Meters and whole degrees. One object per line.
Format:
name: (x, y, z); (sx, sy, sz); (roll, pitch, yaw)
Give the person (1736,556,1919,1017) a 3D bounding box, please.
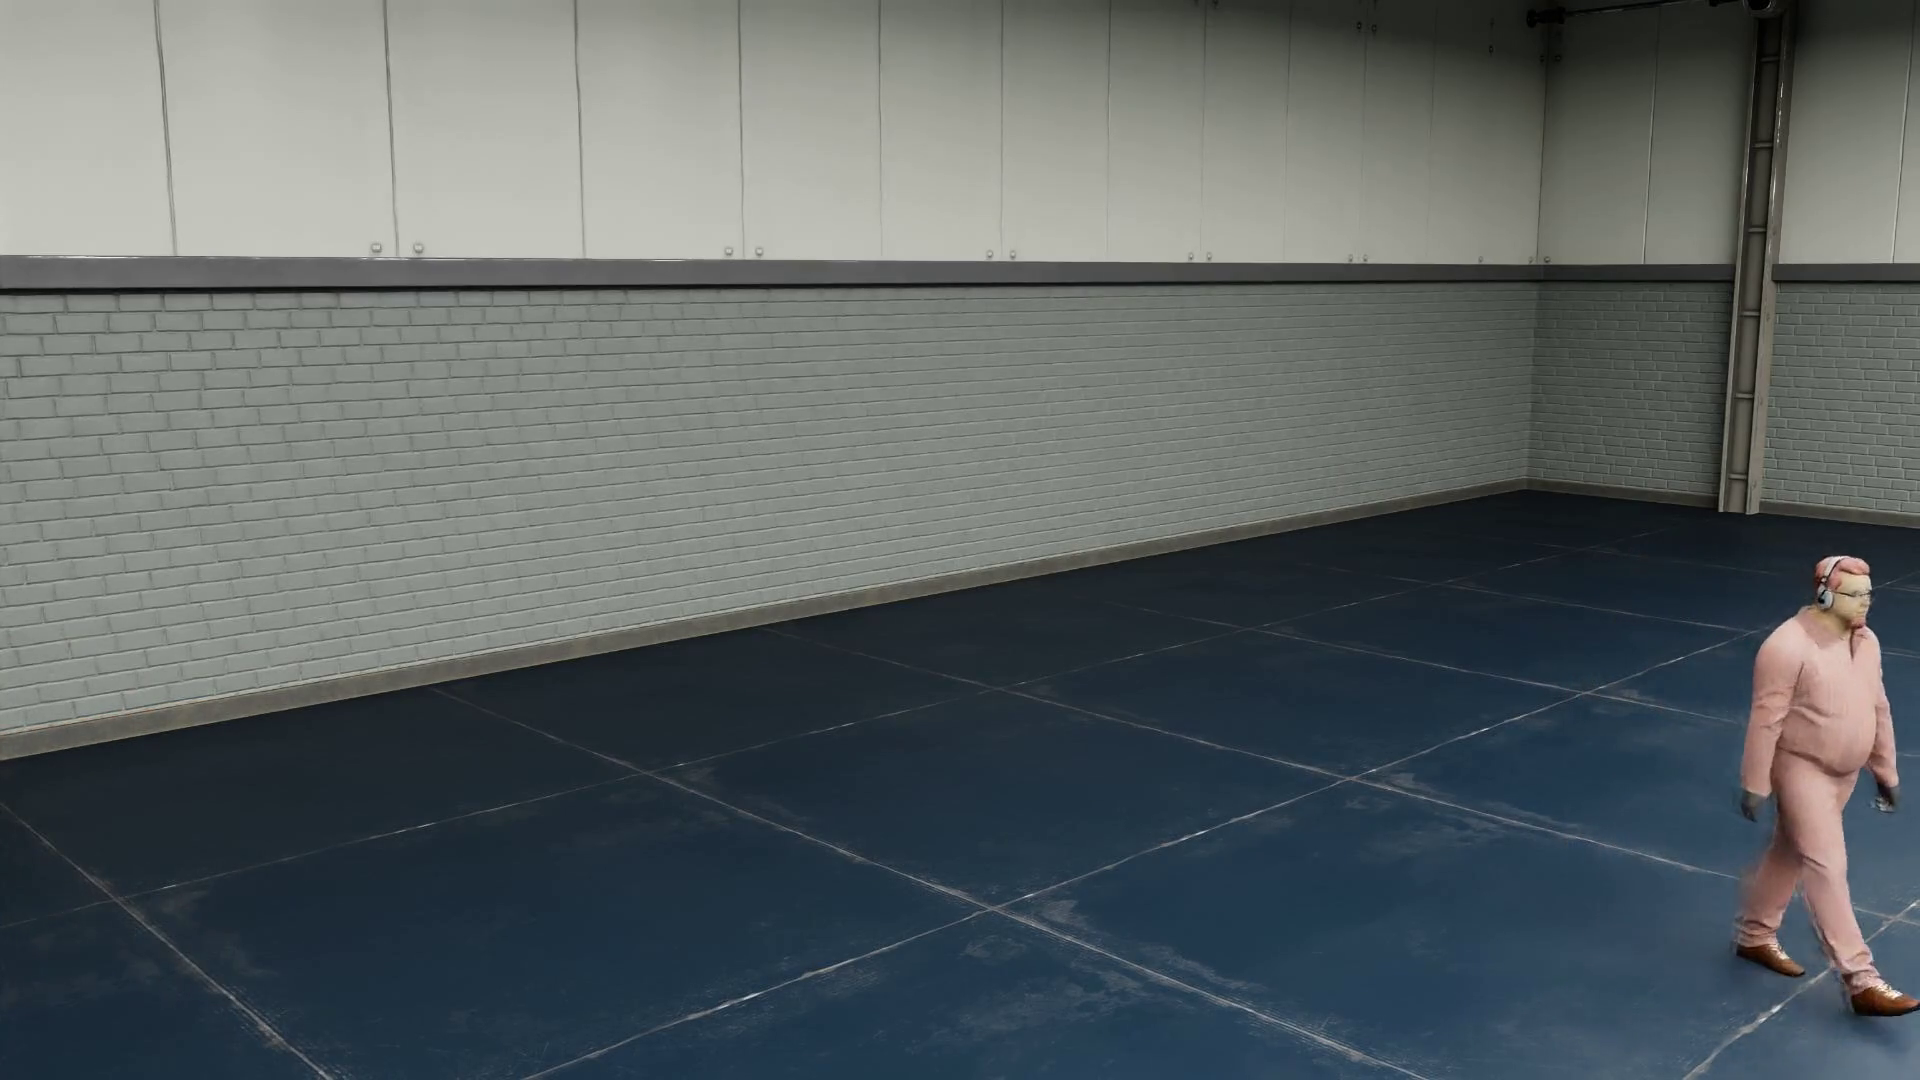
person: (3.662, 1.001, 6.885); (0.679, 1.860, 0.951); (-5, 11, -30)
